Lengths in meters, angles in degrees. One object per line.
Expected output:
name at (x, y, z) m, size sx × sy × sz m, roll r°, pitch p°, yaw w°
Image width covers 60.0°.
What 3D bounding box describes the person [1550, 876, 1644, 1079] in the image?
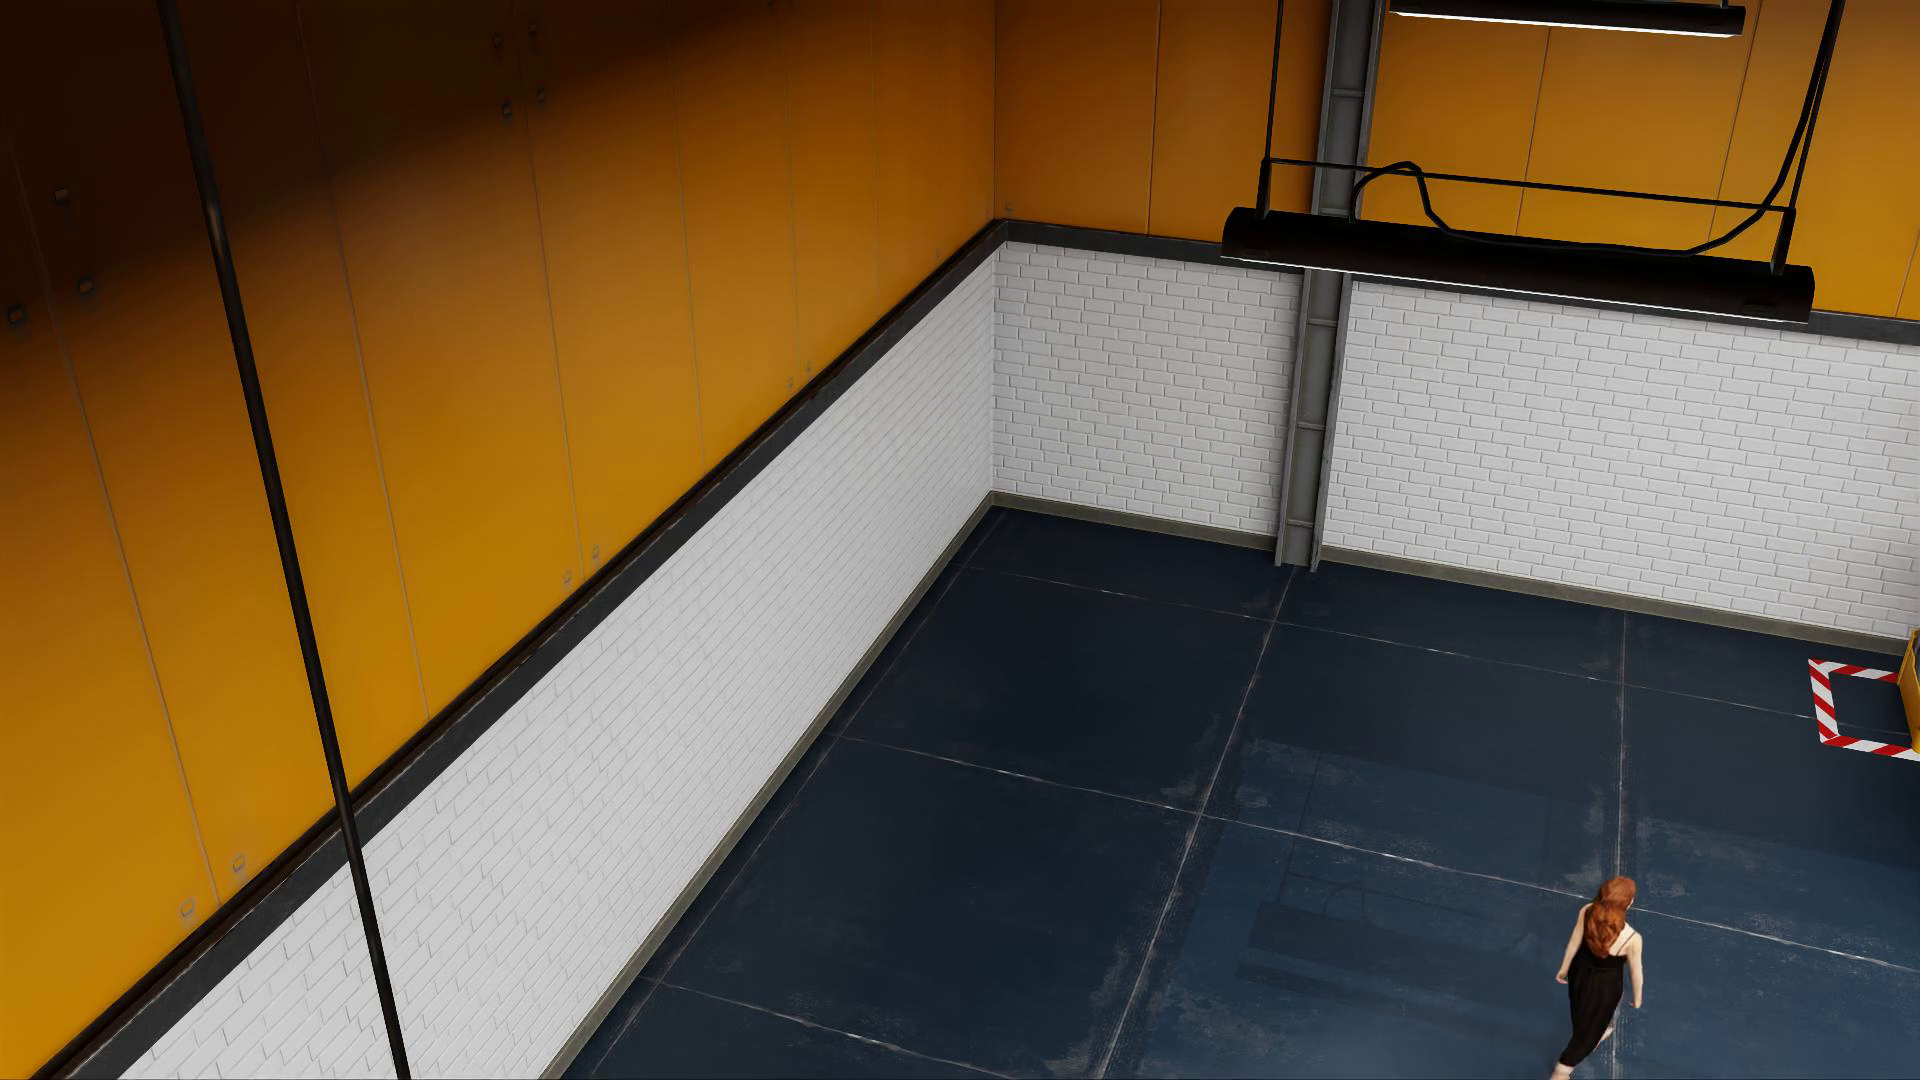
person at (3.716, 2.693, 9.900) m, size 0.992 × 1.596 × 0.998 m, roll -18°, pitch 34°, yaw -30°
